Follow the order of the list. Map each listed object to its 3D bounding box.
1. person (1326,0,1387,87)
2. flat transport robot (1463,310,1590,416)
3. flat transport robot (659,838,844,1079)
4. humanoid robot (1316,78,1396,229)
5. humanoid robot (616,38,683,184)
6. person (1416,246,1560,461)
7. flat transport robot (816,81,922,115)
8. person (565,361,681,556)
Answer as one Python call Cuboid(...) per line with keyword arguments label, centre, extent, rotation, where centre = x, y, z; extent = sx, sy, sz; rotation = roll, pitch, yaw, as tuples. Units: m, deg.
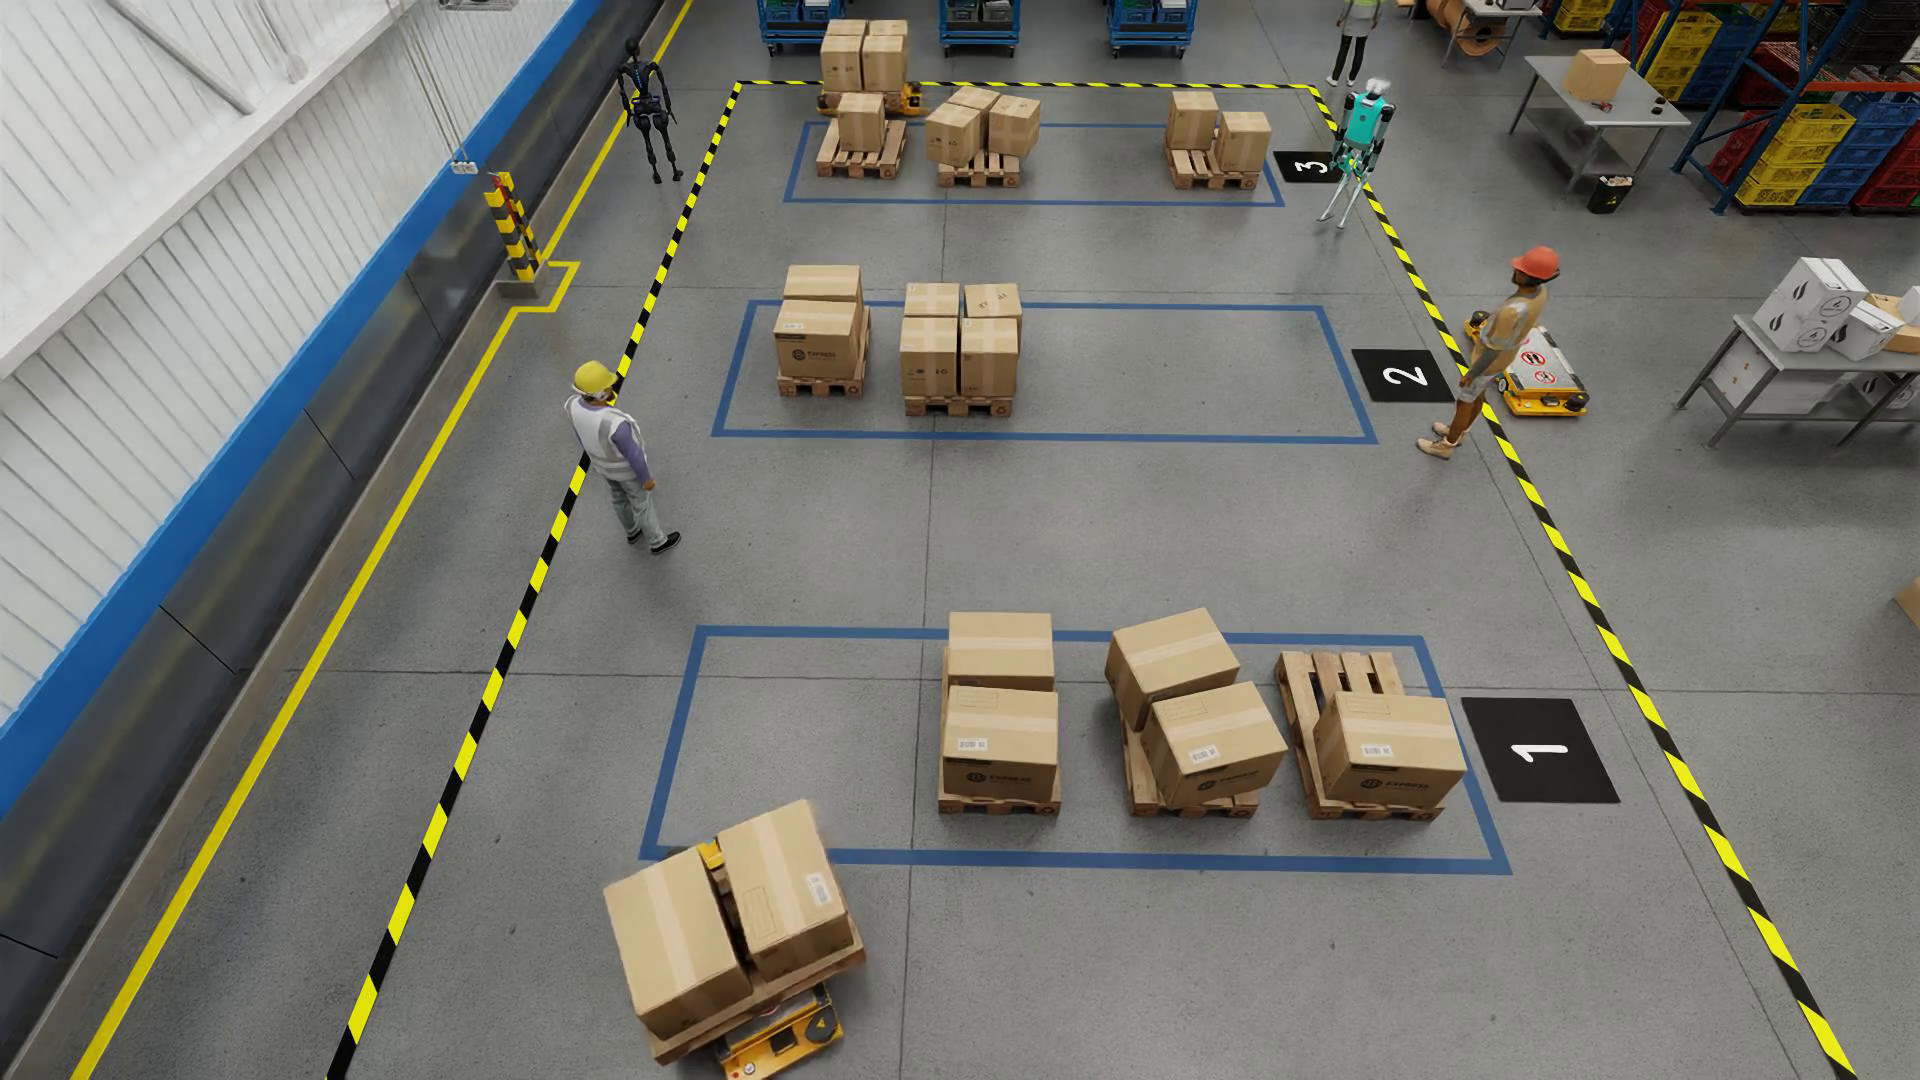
Cuboid(label="person", centre=(5.599, -7.356, 12.856), extent=(0.589, 1.848, 0.406), rotation=(4, 49, 3))
Cuboid(label="flat transport robot", centre=(5.573, -1.757, 9.054), extent=(0.659, 0.231, 1.431), rotation=(1, 49, 1))
Cuboid(label="flat transport robot", centre=(-1.276, 2.391, 5.445), extent=(0.652, 0.197, 1.431), rotation=(-22, 53, -18))
Cuboid(label="humanoid robot", centre=(4.487, -4.353, 10.239), extent=(0.533, 1.681, 0.735), rotation=(34, 57, 26))
Cuboid(label="humanoid robot", centre=(-3.763, -5.168, 11.066), extent=(0.599, 1.655, 0.315), rotation=(-8, 50, -7))
Cuboid(label="person", centre=(4.426, -1.532, 7.684), extent=(0.613, 2.047, 0.357), rotation=(-35, 58, -27))
Cuboid(label="flat transport robot", centre=(-1.273, -6.246, 12.921), extent=(1.431, 0.197, 0.652), rotation=(1, 49, 1))
Cuboid(label="person", centre=(-2.588, -0.601, 7.020), extent=(0.598, 1.827, 0.404), rotation=(25, 54, 20))
